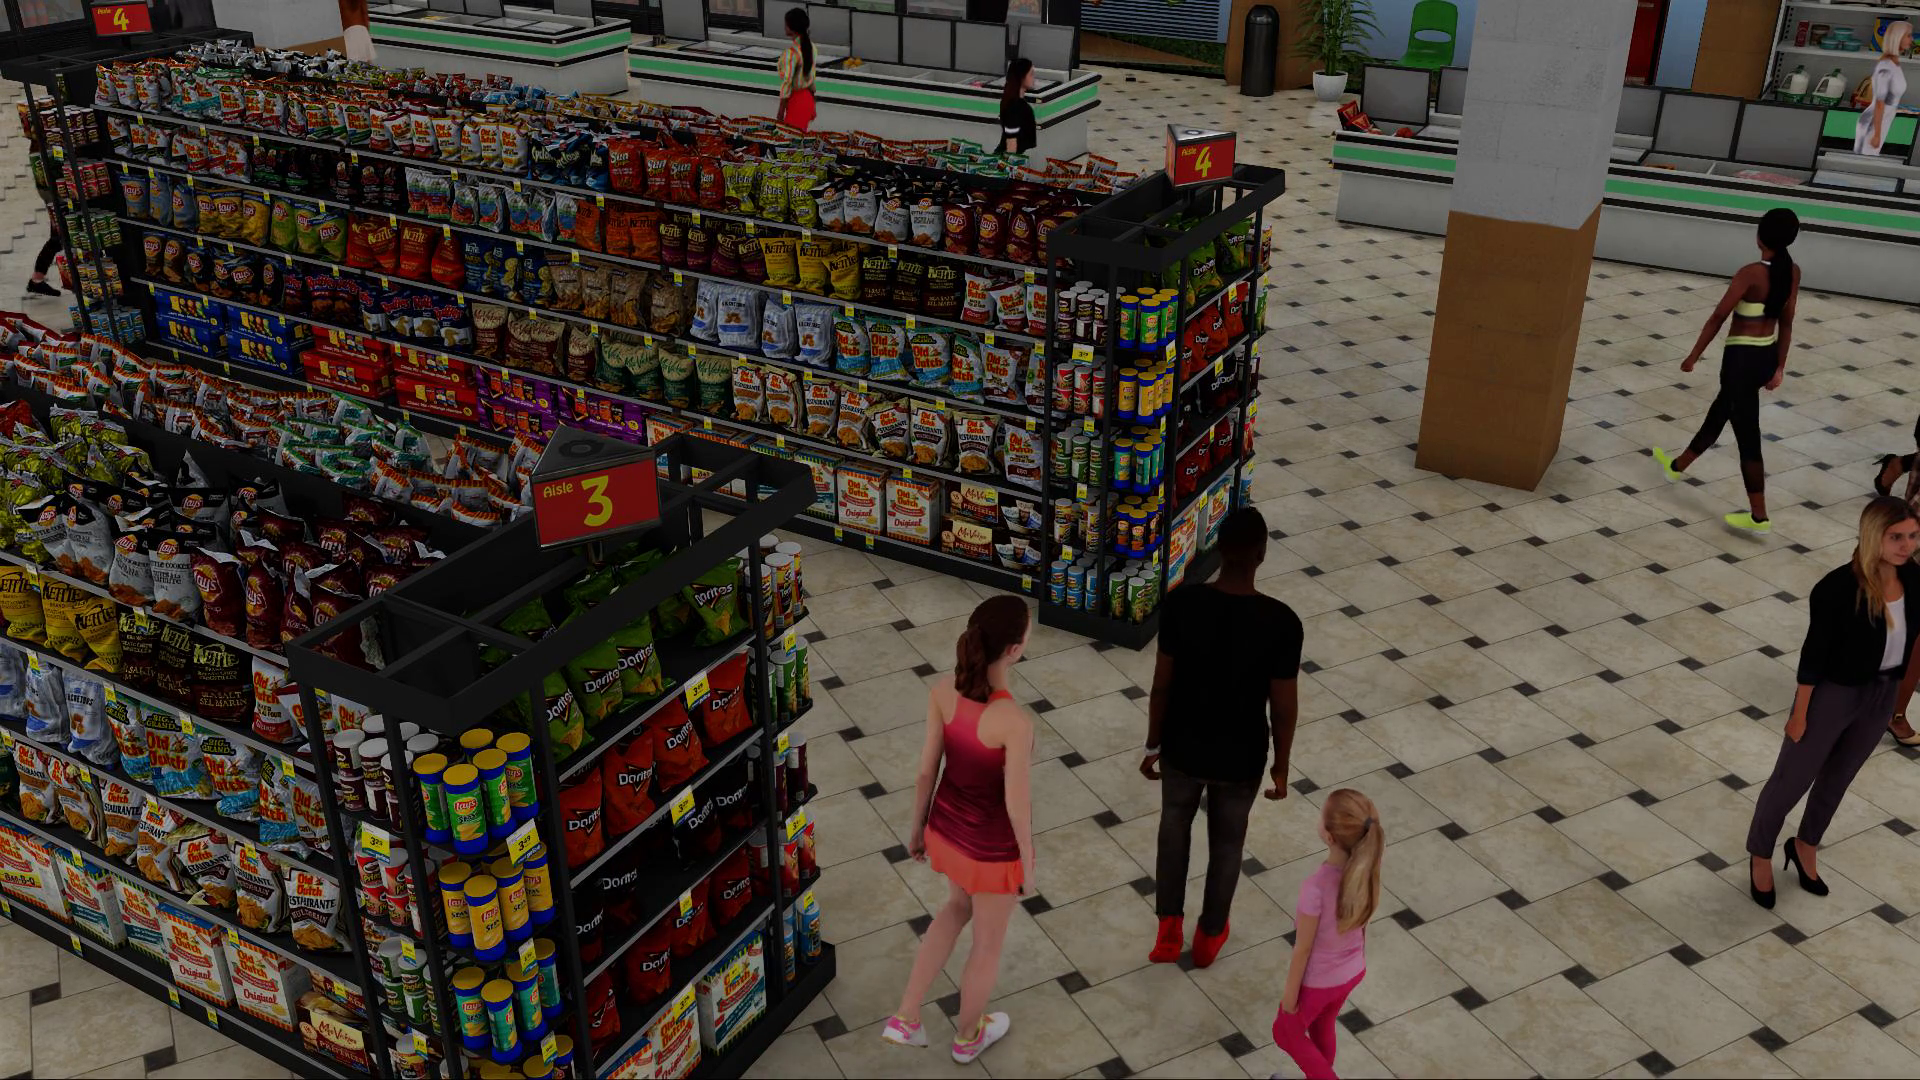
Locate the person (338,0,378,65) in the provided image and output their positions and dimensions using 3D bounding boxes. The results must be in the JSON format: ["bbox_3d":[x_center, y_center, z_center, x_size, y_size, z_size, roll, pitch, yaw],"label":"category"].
[{"bbox_3d":[-6.432,-5.322,17.658,0.578,1.719,0.638,18,32,32],"label":"person"}]

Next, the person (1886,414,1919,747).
[{"bbox_3d":[4.088,0.038,7.004,0.714,1.794,0.680,-2,27,-4],"label":"person"}]

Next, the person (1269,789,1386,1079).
[{"bbox_3d":[1.155,1.330,5.042,0.629,1.264,0.748,-20,33,-34],"label":"person"}]

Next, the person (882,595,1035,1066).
[{"bbox_3d":[0.006,0.996,5.184,0.731,1.732,0.720,21,34,35],"label":"person"}]

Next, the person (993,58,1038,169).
[{"bbox_3d":[0.336,-2.967,13.118,0.759,1.625,0.718,-2,27,-4],"label":"person"}]

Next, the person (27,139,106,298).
[{"bbox_3d":[-6.745,-2.485,12.364,0.873,1.447,0.987,-20,33,-34],"label":"person"}]

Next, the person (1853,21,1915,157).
[{"bbox_3d":[7.650,-3.451,13.933,0.513,1.751,0.567,16,31,29],"label":"person"}]

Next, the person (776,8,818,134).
[{"bbox_3d":[-1.299,-3.590,14.190,1.118,1.767,0.689,10,29,19],"label":"person"}]

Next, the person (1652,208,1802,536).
[{"bbox_3d":[4.247,-0.840,8.841,1.040,1.699,1.199,-11,29,-21],"label":"person"}]

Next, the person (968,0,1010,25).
[{"bbox_3d":[0.319,-5.677,18.227,0.788,1.837,0.712,-20,33,-34],"label":"person"}]

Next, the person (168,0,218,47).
[{"bbox_3d":[-7.780,-5.112,17.085,0.808,1.862,0.892,-3,27,-7],"label":"person"}]

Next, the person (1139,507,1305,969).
[{"bbox_3d":[0.836,0.753,5.594,0.796,1.795,0.818,8,28,16],"label":"person"}]

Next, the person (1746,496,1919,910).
[{"bbox_3d":[3.187,0.598,6.036,0.681,1.670,0.741,-7,28,-13],"label":"person"}]
